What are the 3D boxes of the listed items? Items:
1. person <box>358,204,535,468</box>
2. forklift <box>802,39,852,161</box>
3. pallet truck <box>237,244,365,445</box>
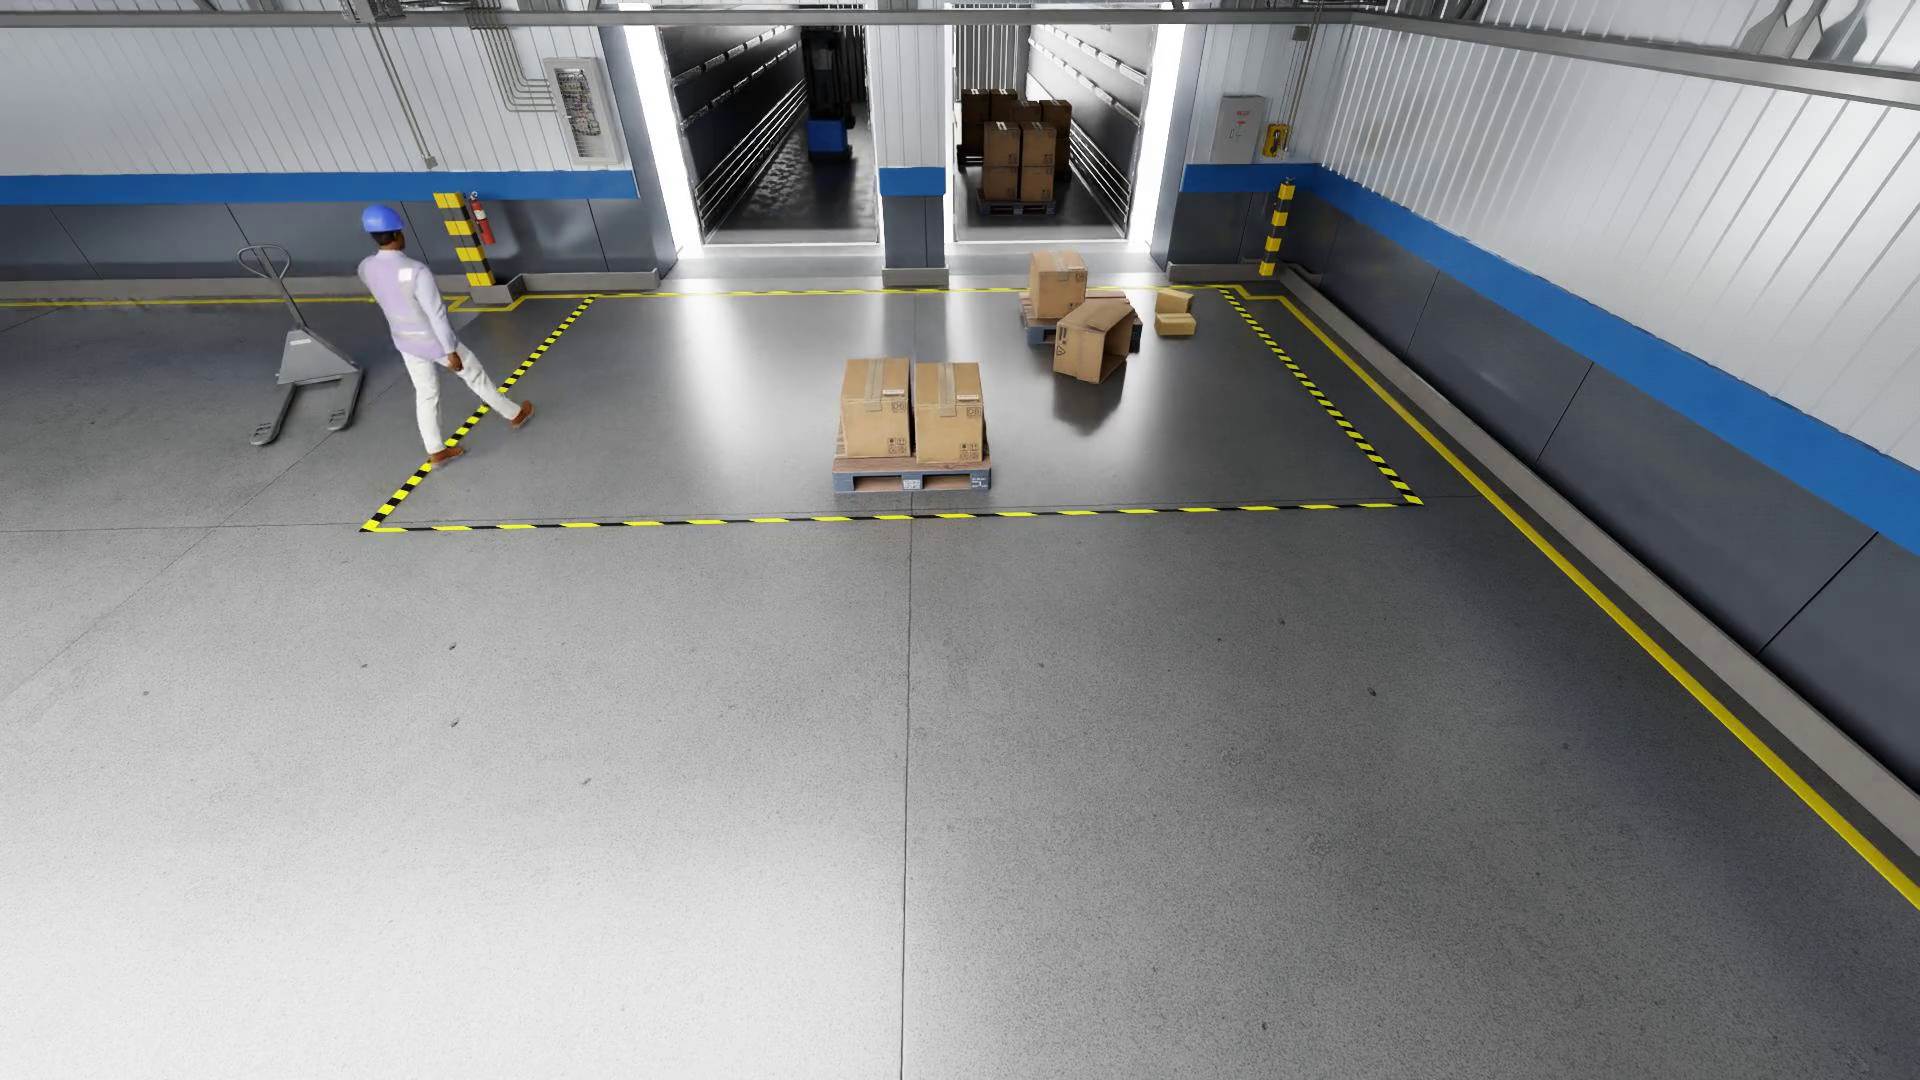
[{"bbox_3d":[-4.036,-1.576,5.649,0.630,1.879,1.001,8,39,9],"label":"person"},{"bbox_3d":[-2.649,-8.540,14.299,0.716,2.013,0.776,-1,38,-1],"label":"forklift"},{"bbox_3d":[-5.915,-1.733,6.366,0.680,1.201,1.601,-18,42,-21],"label":"pallet truck"}]
